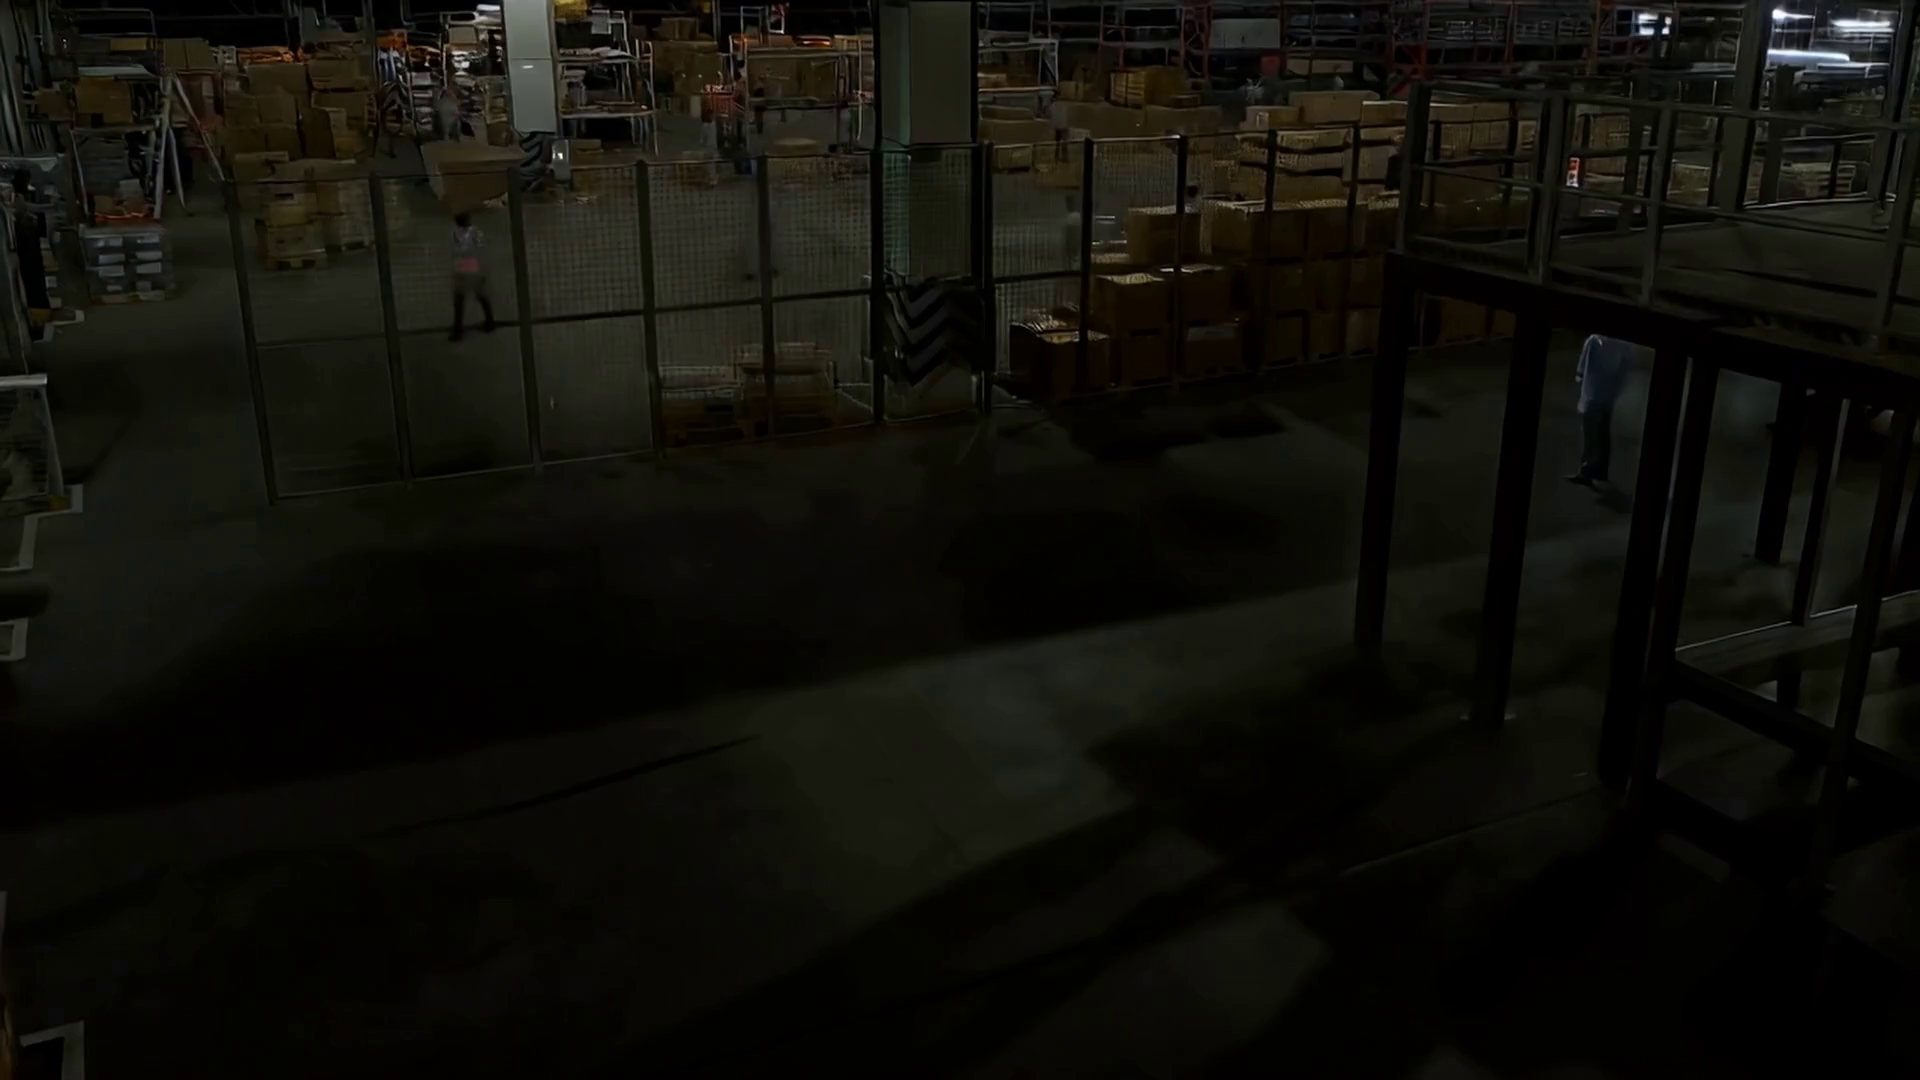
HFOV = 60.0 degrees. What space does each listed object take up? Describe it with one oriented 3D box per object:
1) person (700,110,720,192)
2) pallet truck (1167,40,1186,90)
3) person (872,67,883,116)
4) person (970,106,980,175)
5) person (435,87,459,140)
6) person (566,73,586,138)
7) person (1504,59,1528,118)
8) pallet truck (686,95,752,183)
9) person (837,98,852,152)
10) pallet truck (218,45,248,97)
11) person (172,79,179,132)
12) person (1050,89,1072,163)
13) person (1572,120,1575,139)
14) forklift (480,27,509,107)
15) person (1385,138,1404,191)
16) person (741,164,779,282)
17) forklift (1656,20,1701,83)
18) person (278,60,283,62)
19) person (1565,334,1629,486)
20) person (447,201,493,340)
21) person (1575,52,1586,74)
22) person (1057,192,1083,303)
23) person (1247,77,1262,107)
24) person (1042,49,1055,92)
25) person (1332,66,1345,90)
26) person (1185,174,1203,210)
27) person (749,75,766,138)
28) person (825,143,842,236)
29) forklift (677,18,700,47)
[{"bbox_3d":[-5.703,-8.876,37.969,0.430,1.845,0.619,0,19,-1],"label":"person"},{"bbox_3d":[9.045,-19.971,69.895,0.823,1.965,1.885,-3,19,-8],"label":"pallet truck"},{"bbox_3d":[-2.787,-15.671,57.549,0.374,1.917,0.596,-12,23,-32],"label":"person"},{"bbox_3d":[0.208,-9.864,40.981,0.547,1.735,0.679,-10,21,-27],"label":"person"},{"bbox_3d":[-13.802,-11.294,44.929,0.617,1.887,0.894,1,19,3],"label":"person"},{"bbox_3d":[-11.461,-12.952,49.646,0.629,1.936,0.373,3,19,9],"label":"person"},{"bbox_3d":[18.540,-15.077,55.642,0.699,2.000,0.606,1,19,2],"label":"person"},{"bbox_3d":[-5.836,-9.608,39.856,0.823,1.965,1.885,10,22,27],"label":"pallet truck"},{"bbox_3d":[-2.954,-10.681,43.471,0.780,1.667,0.539,-3,19,-8],"label":"person"},{"bbox_3d":[-28.879,-18.665,66.111,0.823,1.965,1.885,-3,19,-9],"label":"pallet truck"},{"bbox_3d":[-24.411,-13.457,51.567,0.515,1.634,0.314,13,23,33],"label":"person"},{"bbox_3d":[2.660,-10.868,43.689,0.598,1.889,0.984,-4,19,-11],"label":"person"},{"bbox_3d":[13.876,-9.114,38.356,0.392,2.039,0.612,-2,19,-7],"label":"person"},{"bbox_3d":[-16.857,-17.371,61.027,1.129,2.768,1.873,14,24,35],"label":"forklift"},{"bbox_3d":[8.199,-6.596,31.246,0.624,1.938,0.934,16,25,38],"label":"person"},{"bbox_3d":[-3.254,-5.178,27.168,0.617,1.895,0.995,7,20,20],"label":"person"},{"bbox_3d":[30.020,-20.081,68.882,1.873,2.768,1.129,-9,21,-25],"label":"forklift"},{"bbox_3d":[-22.867,-15.226,56.253,0.622,1.932,0.368,-8,21,-22],"label":"person"},{"bbox_3d":[6.315,-1.454,16.477,0.619,1.836,0.431,-18,26,-41],"label":"person"},{"bbox_3d":[-6.828,-3.740,23.020,0.561,1.884,0.980,6,20,16],"label":"person"},{"bbox_3d":[24.691,-18.512,66.120,0.540,1.695,0.317,13,23,33],"label":"person"},{"bbox_3d":[1.591,-3.954,23.593,0.492,1.910,0.671,10,21,27],"label":"person"},{"bbox_3d":[9.209,-13.613,51.947,0.516,1.672,0.582,-9,21,-25],"label":"person"},{"bbox_3d":[3.585,-18.855,66.708,0.608,1.965,0.365,0,19,-1],"label":"person"},{"bbox_3d":[12.107,-14.365,53.801,0.882,1.910,0.549,10,22,27],"label":"person"},{"bbox_3d":[3.531,-4.686,25.696,0.381,1.923,0.591,5,20,14],"label":"person"},{"bbox_3d":[-6.099,-13.027,50.020,0.522,1.833,0.391,7,20,18],"label":"person"},{"bbox_3d":[-2.433,-6.715,31.855,0.307,1.743,0.484,-4,19,-10],"label":"person"},{"bbox_3d":[-11.671,-21.111,71.867,1.129,2.768,1.873,-4,19,-11],"label":"forklift"}]
